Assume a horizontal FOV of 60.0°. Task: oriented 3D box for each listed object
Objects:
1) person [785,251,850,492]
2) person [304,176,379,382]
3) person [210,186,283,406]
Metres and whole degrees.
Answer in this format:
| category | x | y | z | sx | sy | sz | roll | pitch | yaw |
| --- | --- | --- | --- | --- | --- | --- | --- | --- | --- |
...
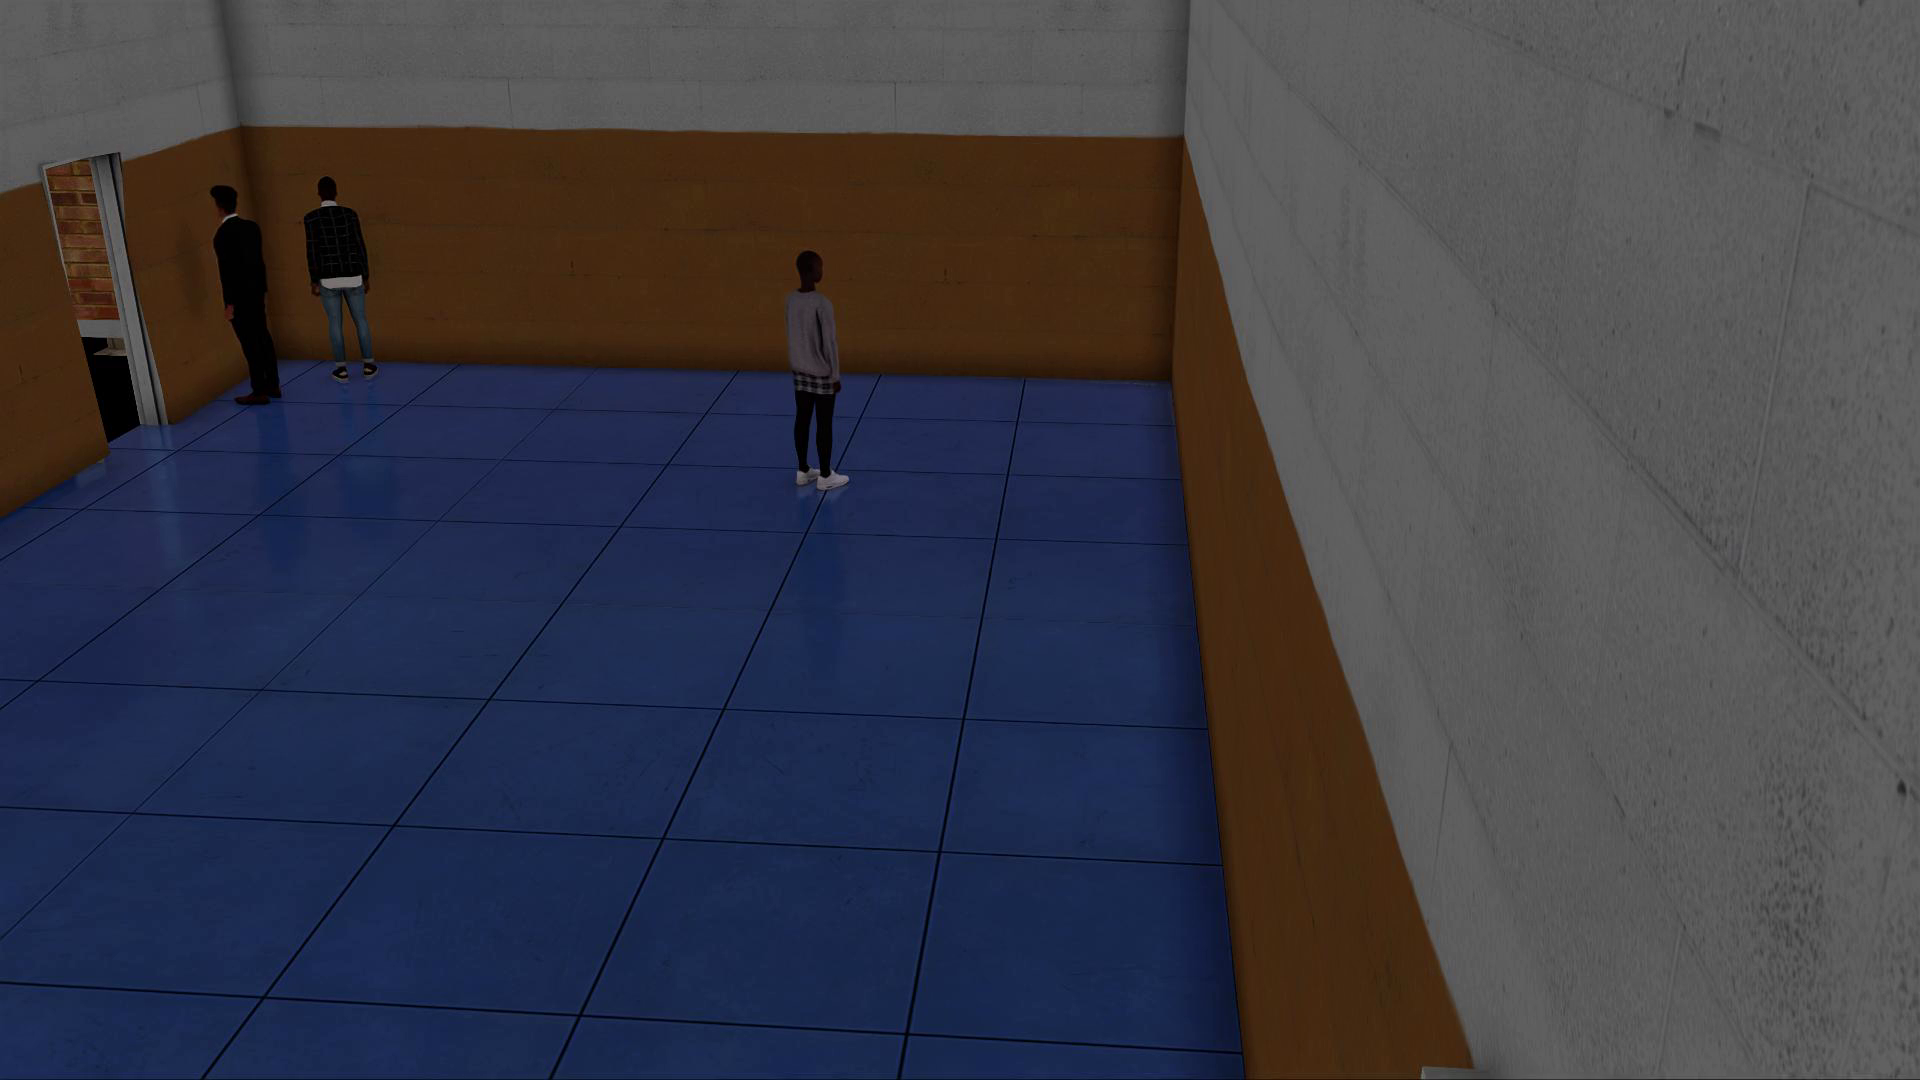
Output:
| category | x | y | z | sx | sy | sz | roll | pitch | yaw |
| --- | --- | --- | --- | --- | --- | --- | --- | --- | --- |
| person | -1.092 | -1.249 | 12.271 | 0.649 | 1.773 | 0.757 | 16 | 27 | 34 |
| person | -5.572 | -2.351 | 14.951 | 0.685 | 1.820 | 0.809 | -10 | 24 | -24 |
| person | -6.117 | -2.100 | 14.247 | 0.580 | 1.879 | 0.719 | 4 | 22 | 11 |
